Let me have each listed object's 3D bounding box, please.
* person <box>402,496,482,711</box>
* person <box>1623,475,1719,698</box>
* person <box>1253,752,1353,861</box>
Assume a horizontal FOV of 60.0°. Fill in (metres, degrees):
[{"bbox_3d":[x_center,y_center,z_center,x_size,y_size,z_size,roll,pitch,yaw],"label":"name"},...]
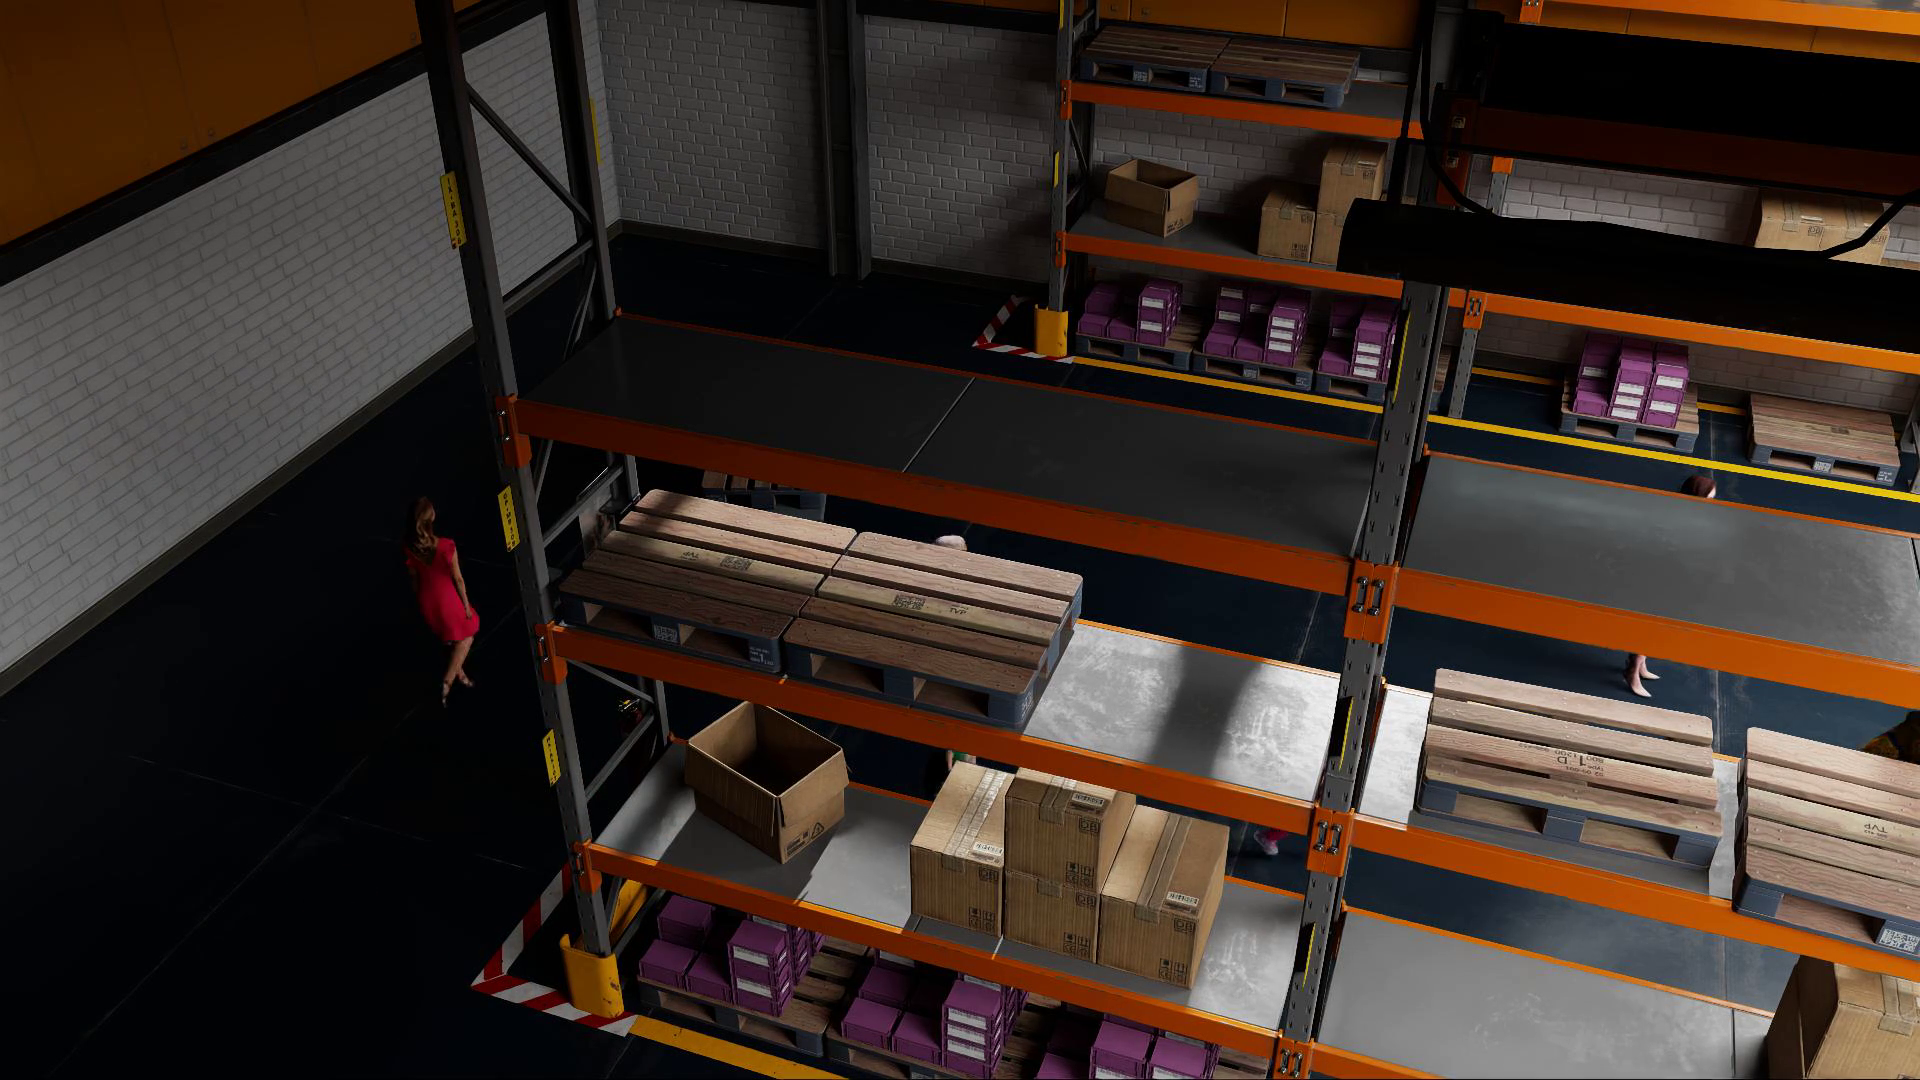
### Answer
[{"bbox_3d":[-3.698,0.496,11.785,0.792,1.711,0.701,7,34,10],"label":"person"},{"bbox_3d":[5.093,0.312,11.981,0.600,1.801,0.668,20,39,27],"label":"person"},{"bbox_3d":[2.223,1.569,10.585,0.893,1.252,0.568,6,34,9],"label":"person"}]
